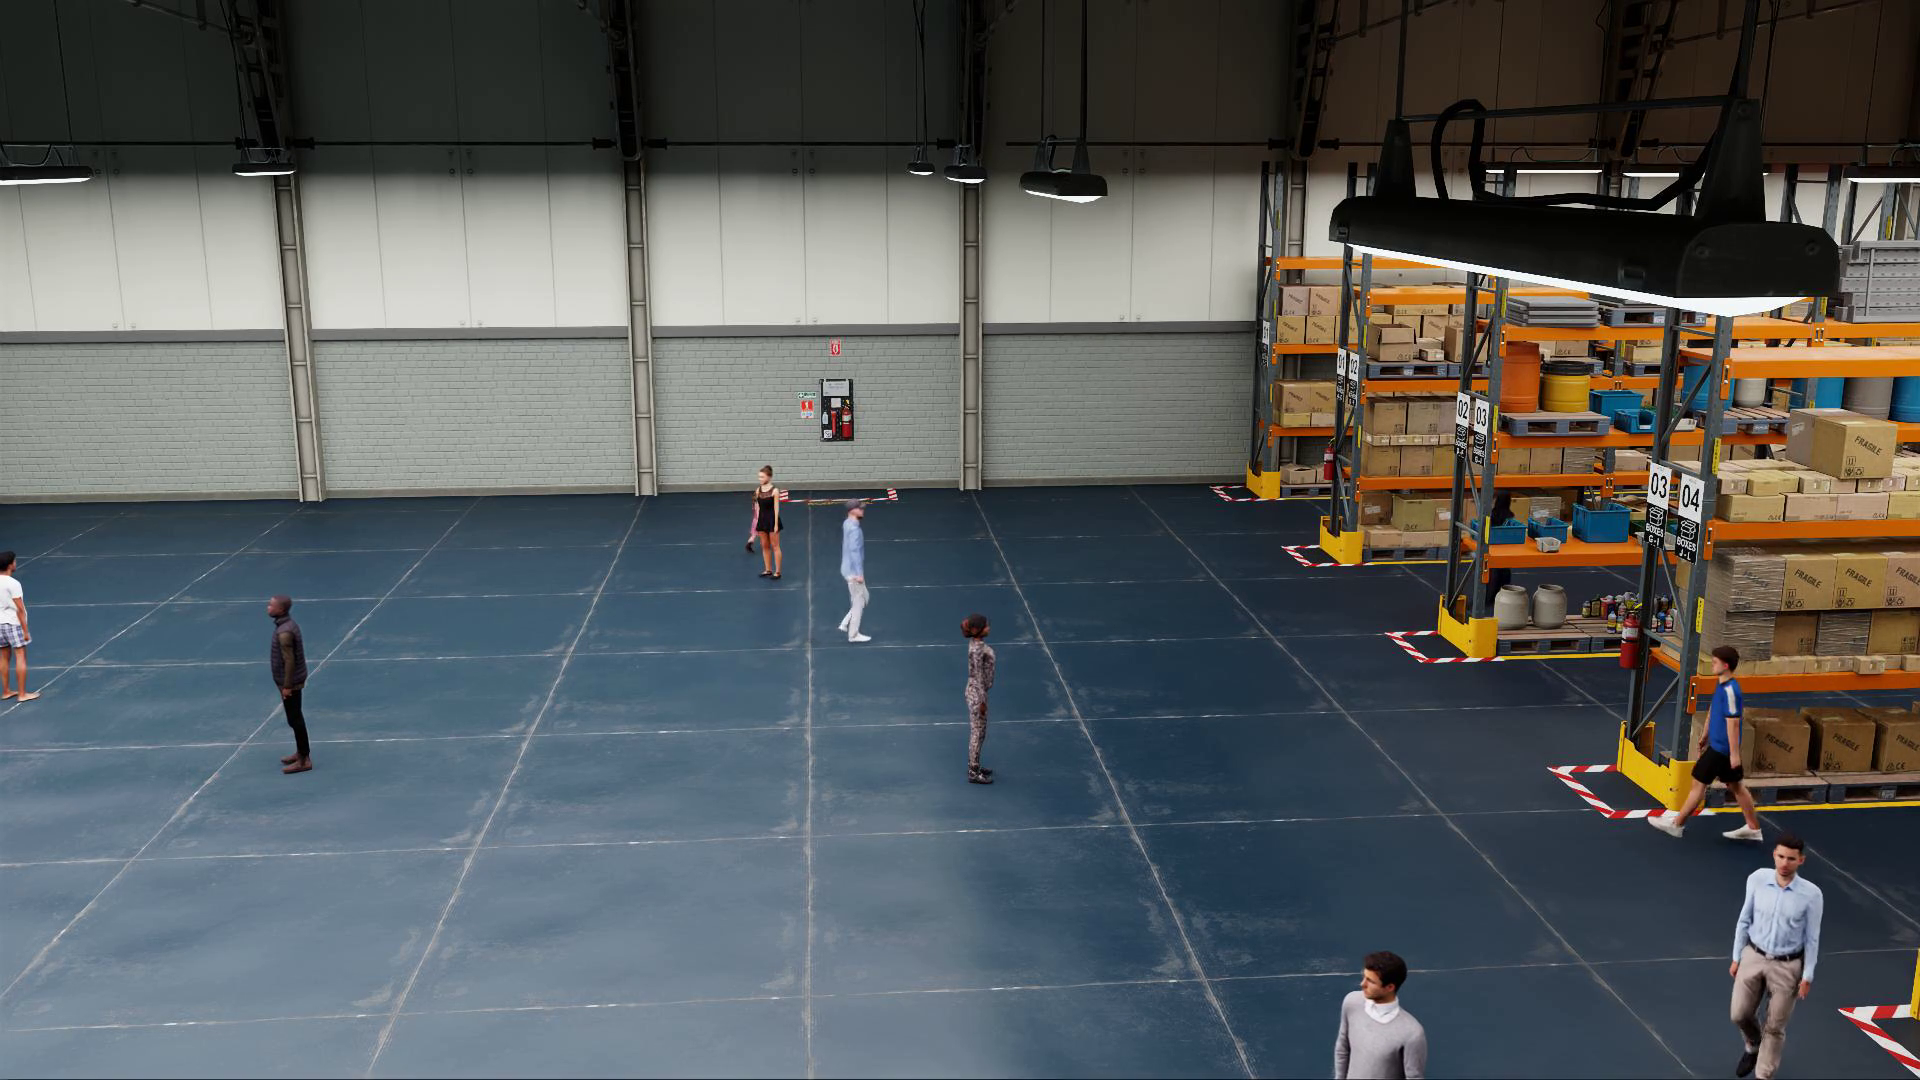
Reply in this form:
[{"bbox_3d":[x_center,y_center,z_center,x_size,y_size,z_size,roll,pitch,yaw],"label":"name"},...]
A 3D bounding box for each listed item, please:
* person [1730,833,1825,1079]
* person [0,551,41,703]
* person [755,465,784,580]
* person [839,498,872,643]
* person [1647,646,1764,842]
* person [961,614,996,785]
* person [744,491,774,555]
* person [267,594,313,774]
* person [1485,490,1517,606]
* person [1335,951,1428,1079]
[{"bbox_3d":[5.387,2.782,10.988,0.866,1.830,0.925,10,16,37],"label":"person"},{"bbox_3d":[-10.848,0.982,18.991,0.622,1.726,0.752,5,14,21],"label":"person"},{"bbox_3d":[-2.808,-0.269,24.493,0.677,1.681,0.753,8,15,32],"label":"person"},{"bbox_3d":[-1.425,0.393,21.195,0.664,1.878,0.685,-3,13,-11],"label":"person"},{"bbox_3d":[6.952,1.877,14.934,1.315,1.812,0.990,4,14,17],"label":"person"},{"bbox_3d":[0.180,1.557,16.532,0.584,1.714,0.590,0,13,1],"label":"person"},{"bbox_3d":[-3.178,-0.269,25.976,0.790,1.012,0.641,-9,16,-34],"label":"person"},{"bbox_3d":[-6.775,1.431,16.809,0.673,1.835,0.754,-5,14,-22],"label":"person"},{"bbox_3d":[7.394,0.107,23.028,1.024,1.609,0.813,-7,15,-27],"label":"person"},{"bbox_3d":[2.310,3.149,9.203,0.828,1.920,0.834,-9,16,-33],"label":"person"}]
